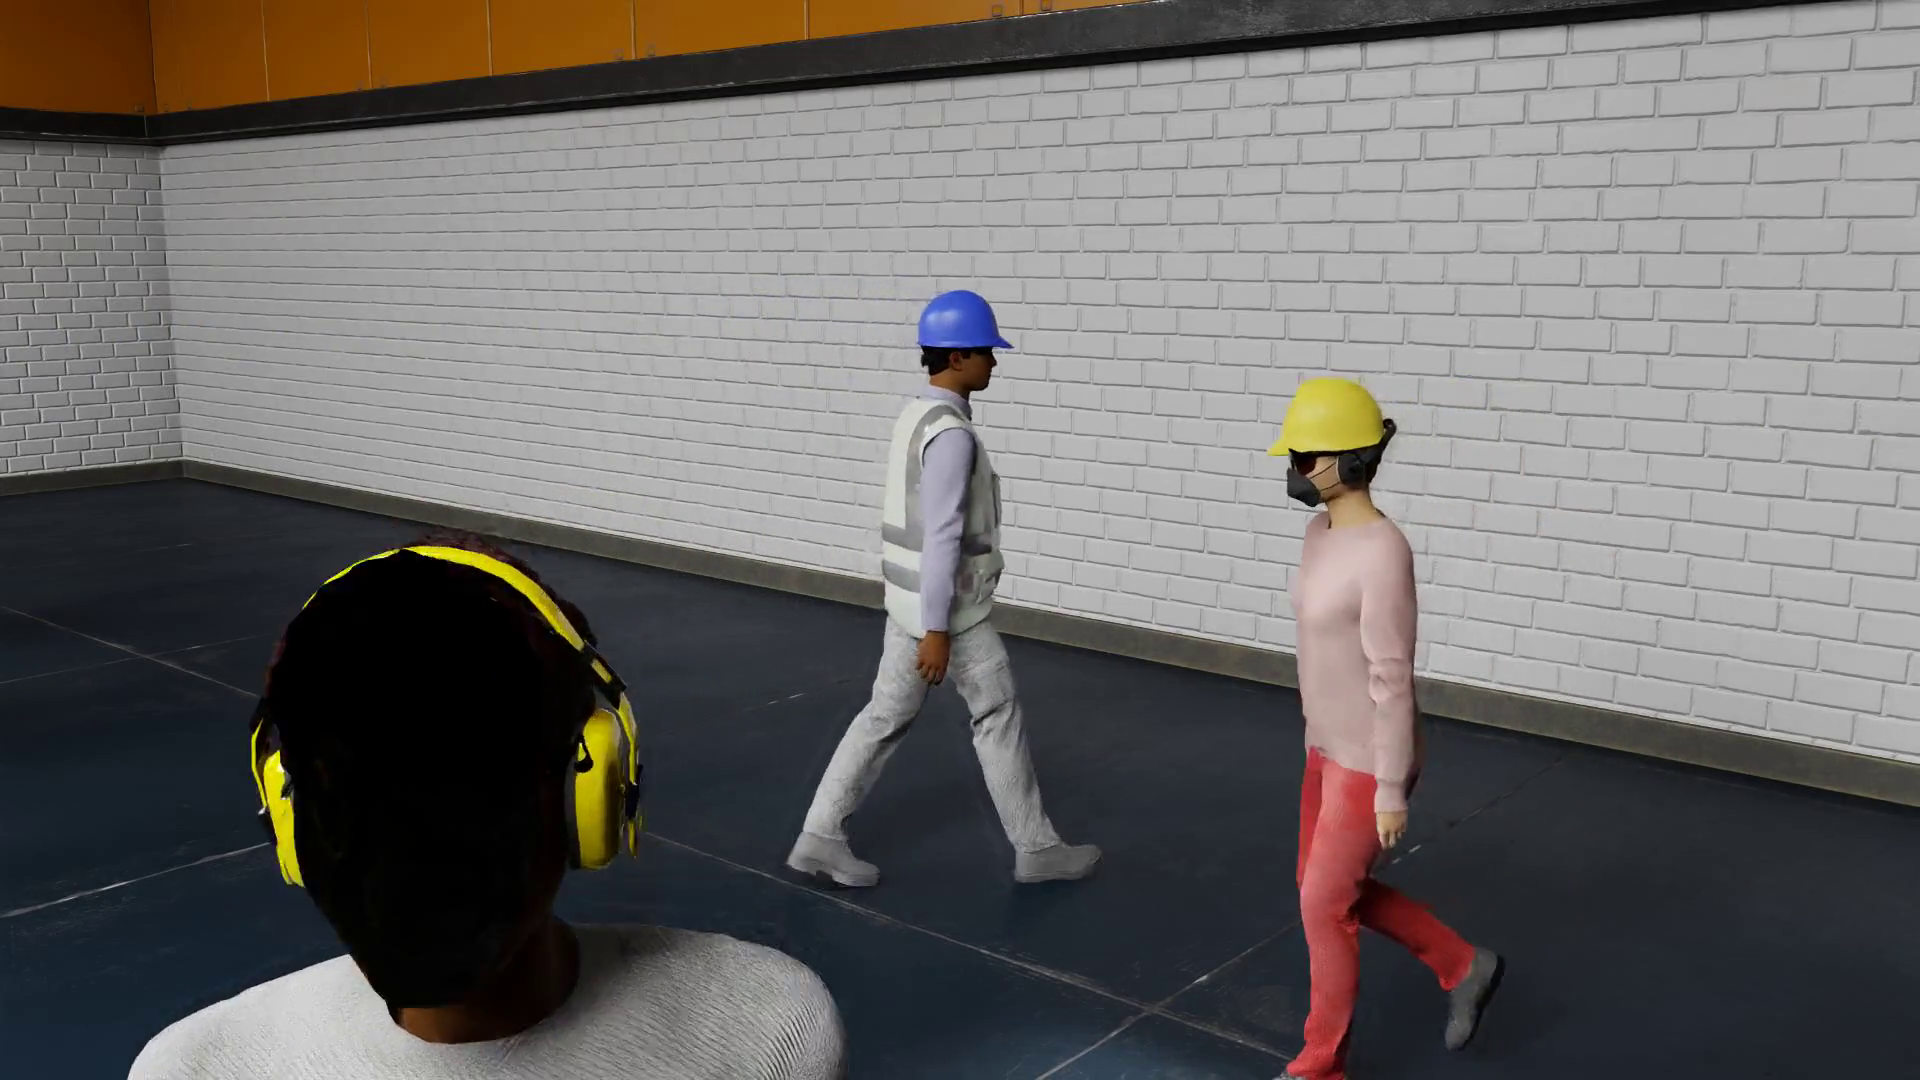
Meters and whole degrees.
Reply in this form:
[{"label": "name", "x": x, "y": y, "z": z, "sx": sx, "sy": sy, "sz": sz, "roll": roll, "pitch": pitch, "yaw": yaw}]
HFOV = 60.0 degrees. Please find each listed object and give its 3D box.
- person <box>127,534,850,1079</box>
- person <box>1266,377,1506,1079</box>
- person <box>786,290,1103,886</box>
[{"label": "person", "x": -0.300, "y": 0.920, "z": 1.111, "sx": 0.551, "sy": 1.838, "sz": 0.759, "roll": -1, "pitch": 10, "yaw": -6}, {"label": "person", "x": 0.982, "y": 0.486, "z": 3.853, "sx": 0.627, "sy": 1.739, "sz": 0.537, "roll": -1, "pitch": 10, "yaw": -5}, {"label": "person", "x": -0.078, "y": 0.177, "z": 5.195, "sx": 1.013, "sy": 1.904, "sz": 0.620, "roll": -3, "pitch": 10, "yaw": -14}]
